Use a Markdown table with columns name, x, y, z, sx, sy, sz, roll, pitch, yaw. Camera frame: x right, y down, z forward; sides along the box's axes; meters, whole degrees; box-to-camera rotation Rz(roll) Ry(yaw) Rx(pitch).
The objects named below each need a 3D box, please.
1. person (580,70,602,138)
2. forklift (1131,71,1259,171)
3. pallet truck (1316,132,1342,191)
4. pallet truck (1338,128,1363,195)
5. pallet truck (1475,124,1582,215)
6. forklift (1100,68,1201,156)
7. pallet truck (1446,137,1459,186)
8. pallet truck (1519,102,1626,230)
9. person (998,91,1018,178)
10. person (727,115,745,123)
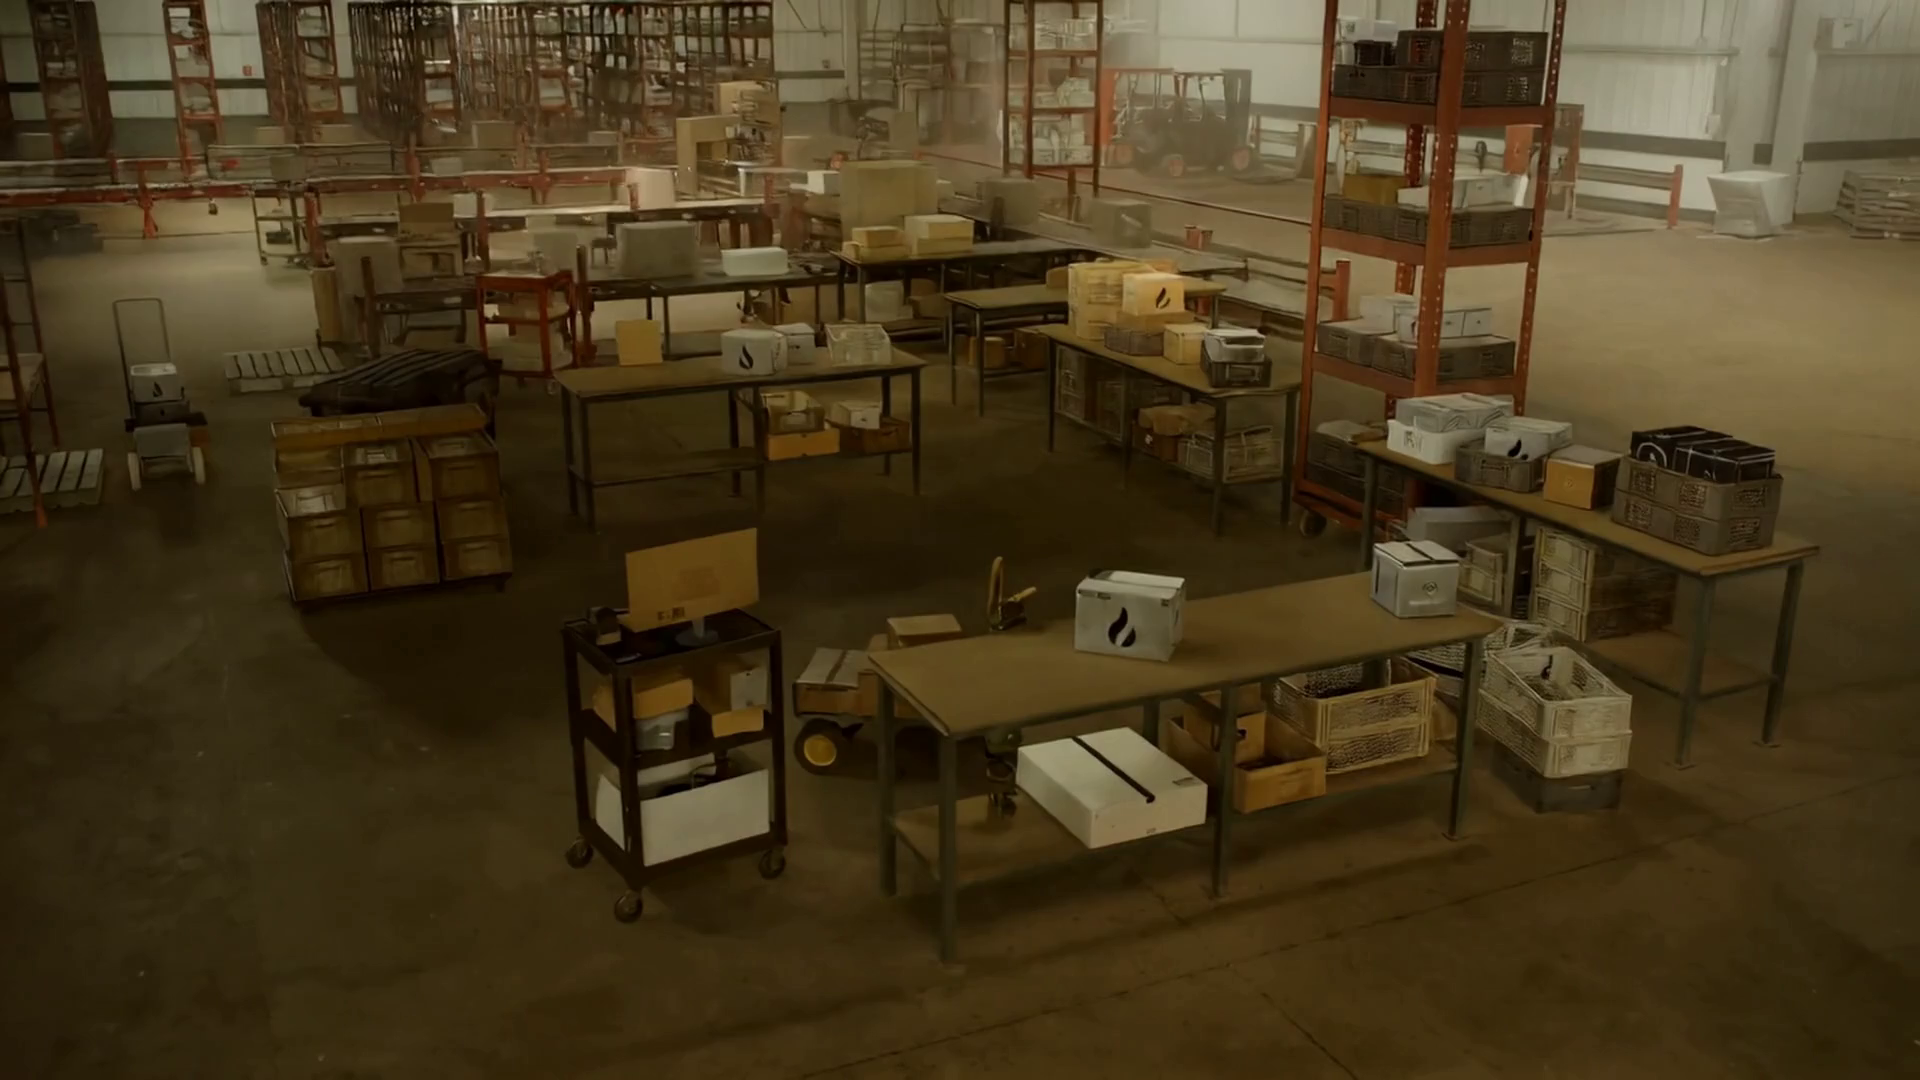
| name | x | y | z | sx | sy | sz | roll | pitch | yaw |
| --- | --- | --- | --- | --- | --- | --- | --- | --- | --- |
| person | -10.114 | -11.929 | 45.604 | 0.562 | 1.838 | 0.390 | 3 | 18 | 10 |
| forklift | 4.998 | -8.936 | 35.413 | 2.680 | 1.987 | 1.157 | -9 | 20 | -25 |
| pallet truck | 7.723 | -7.504 | 32.656 | 1.601 | 1.201 | 0.680 | -8 | 19 | -23 |
| pallet truck | 7.845 | -7.140 | 31.411 | 1.522 | 1.261 | 0.704 | -9 | 20 | -25 |
| pallet truck | 9.707 | -6.455 | 28.103 | 1.885 | 1.965 | 0.823 | -7 | 19 | -20 |
| forklift | 4.082 | -9.564 | 37.410 | 2.680 | 1.987 | 1.157 | -8 | 19 | -23 |
| pallet truck | 9.184 | -6.485 | 29.328 | 1.630 | 1.274 | 0.653 | -8 | 19 | -23 |
| pallet truck | 9.972 | -6.037 | 26.785 | 1.885 | 1.965 | 0.823 | -9 | 20 | -25 |
| person | 0.971 | -8.139 | 33.676 | 0.403 | 1.830 | 0.601 | 3 | 18 | 10 |
| person | -4.923 | -9.130 | 36.696 | 0.415 | 1.896 | 0.640 | -5 | 18 | -16 |
